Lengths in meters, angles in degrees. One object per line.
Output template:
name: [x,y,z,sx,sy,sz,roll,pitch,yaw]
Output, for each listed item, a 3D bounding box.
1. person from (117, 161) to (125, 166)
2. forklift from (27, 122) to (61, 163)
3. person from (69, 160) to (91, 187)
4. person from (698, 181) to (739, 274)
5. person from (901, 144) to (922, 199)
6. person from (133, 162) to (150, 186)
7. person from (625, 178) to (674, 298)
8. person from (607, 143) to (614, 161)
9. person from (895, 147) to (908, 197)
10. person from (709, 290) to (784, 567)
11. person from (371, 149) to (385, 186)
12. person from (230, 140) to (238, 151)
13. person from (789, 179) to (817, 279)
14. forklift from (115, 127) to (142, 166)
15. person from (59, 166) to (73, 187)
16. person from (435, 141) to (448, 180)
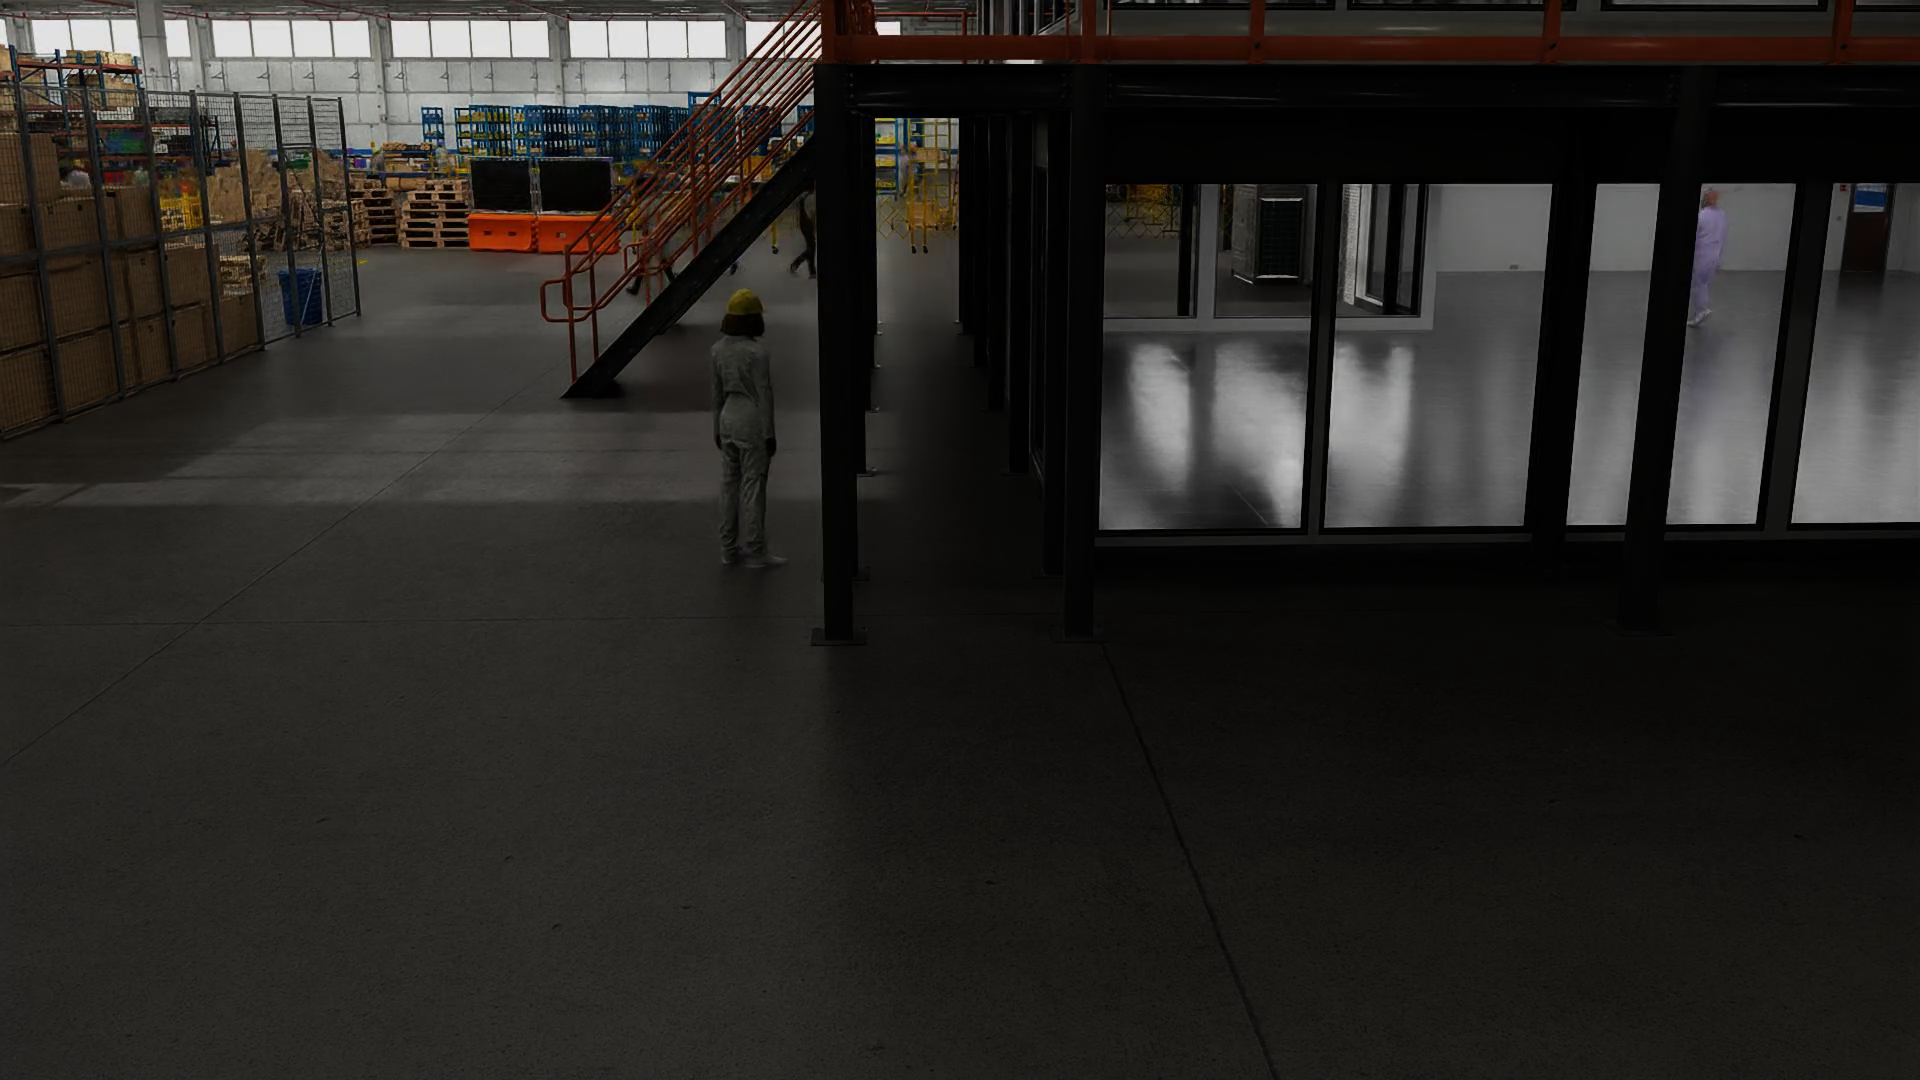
person: [-31.997,-14.053,63.477,0.422,1.928,0.559,-6,15,-22]
forklift: [-35.376,-14.773,64.377,1.129,2.768,1.873,-1,14,-2]
person: [-23.628,-9.304,44.701,0.598,1.805,0.792,0,14,0]
person: [-4.501,-5.713,30.480,0.766,1.738,0.520,4,15,16]
person: [-1.799,-13.629,61.574,0.619,2.017,0.869,-12,18,-39]
person: [-24.982,-10.736,50.835,0.524,1.606,0.716,0,14,2]
person: [-4.912,-4.770,26.371,1.029,1.897,0.648,7,15,25]
person: [-17.918,-19.404,85.130,0.943,1.782,0.612,-1,14,-3]
person: [-2.168,-14.076,63.667,0.664,1.860,0.998,-1,14,-5]
person: [-1.346,-0.685,10.420,0.516,1.742,0.348,10,17,36]
person: [-23.735,-15.074,67.875,0.616,1.755,0.522,-3,14,-11]
person: [-34.130,-17.818,78.342,0.380,1.994,0.618,-6,15,-23]
person: [-2.759,-5.558,29.703,0.654,1.830,0.518,-9,17,-32]
forklift: [-35.922,-16.877,72.786,1.873,2.768,1.129,-1,14,-2]
person: [-18.354,-6.713,34.156,0.536,1.896,0.609,0,14,0]
person: [-25.289,-18.496,81.248,0.609,1.915,0.918,-10,17,-36]
